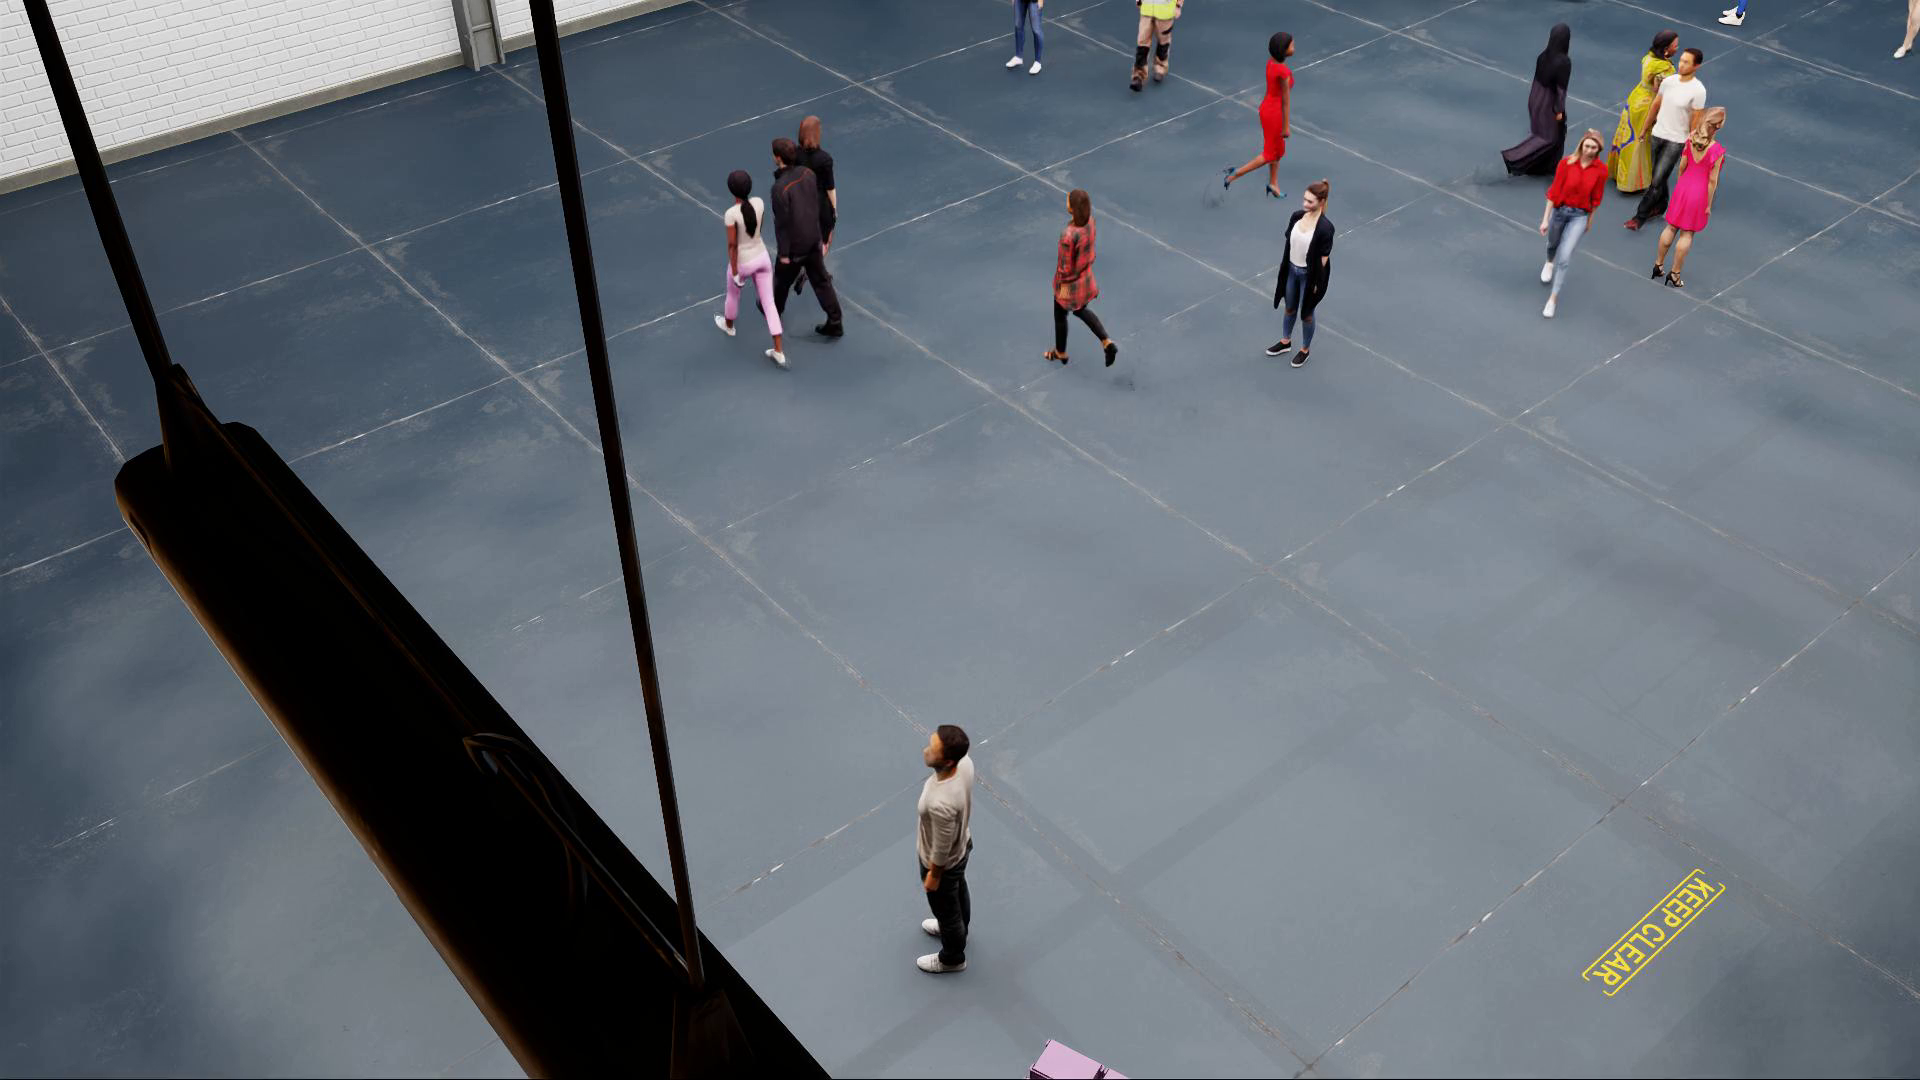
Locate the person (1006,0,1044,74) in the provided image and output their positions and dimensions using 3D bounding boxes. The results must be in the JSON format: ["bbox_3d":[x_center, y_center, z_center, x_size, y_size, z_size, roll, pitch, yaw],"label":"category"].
[{"bbox_3d":[0.790,-6.213,18.998,0.642,1.721,0.587,24,44,27],"label":"person"}]

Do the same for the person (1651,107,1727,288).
[{"bbox_3d":[6.647,-3.129,15.130,0.597,1.729,0.611,-19,42,-22],"label":"person"}]

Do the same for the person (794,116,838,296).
[{"bbox_3d":[-1.339,-2.947,14.937,0.796,1.685,1.016,20,43,23],"label":"person"}]

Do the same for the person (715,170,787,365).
[{"bbox_3d":[-1.718,-2.279,14.098,1.095,1.688,0.657,-26,46,-29],"label":"person"}]

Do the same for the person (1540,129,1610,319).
[{"bbox_3d":[5.452,-2.919,14.917,1.009,1.666,1.235,13,40,16],"label":"person"}]

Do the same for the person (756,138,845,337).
[{"bbox_3d":[-1.301,-2.538,14.334,1.016,1.798,1.177,19,42,22],"label":"person"}]

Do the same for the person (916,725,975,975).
[{"bbox_3d":[-0.068,1.676,9.048,0.794,1.811,0.706,7,39,9],"label":"person"}]

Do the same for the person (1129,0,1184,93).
[{"bbox_3d":[2.239,-5.982,18.638,1.086,1.808,1.230,11,40,13],"label":"person"}]

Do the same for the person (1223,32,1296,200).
[{"bbox_3d":[3.015,-4.119,16.376,1.033,1.720,0.878,-6,39,-7],"label":"person"}]

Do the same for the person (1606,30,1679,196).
[{"bbox_3d":[6.872,-4.304,16.656,1.055,1.660,1.005,1,39,2],"label":"person"}]

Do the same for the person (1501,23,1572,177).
[{"bbox_3d":[5.876,-4.401,16.834,1.023,1.590,0.855,-6,39,-8],"label":"person"}]

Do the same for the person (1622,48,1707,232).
[{"bbox_3d":[6.910,-3.883,16.034,1.019,1.779,0.779,-19,43,-23],"label":"person"}]

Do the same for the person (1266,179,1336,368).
[{"bbox_3d":[2.923,-2.270,14.084,0.546,1.692,0.621,-29,47,-31],"label":"person"}]

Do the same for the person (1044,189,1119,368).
[{"bbox_3d":[1.026,-2.135,13.919,0.822,1.686,0.955,24,44,27],"label":"person"}]
